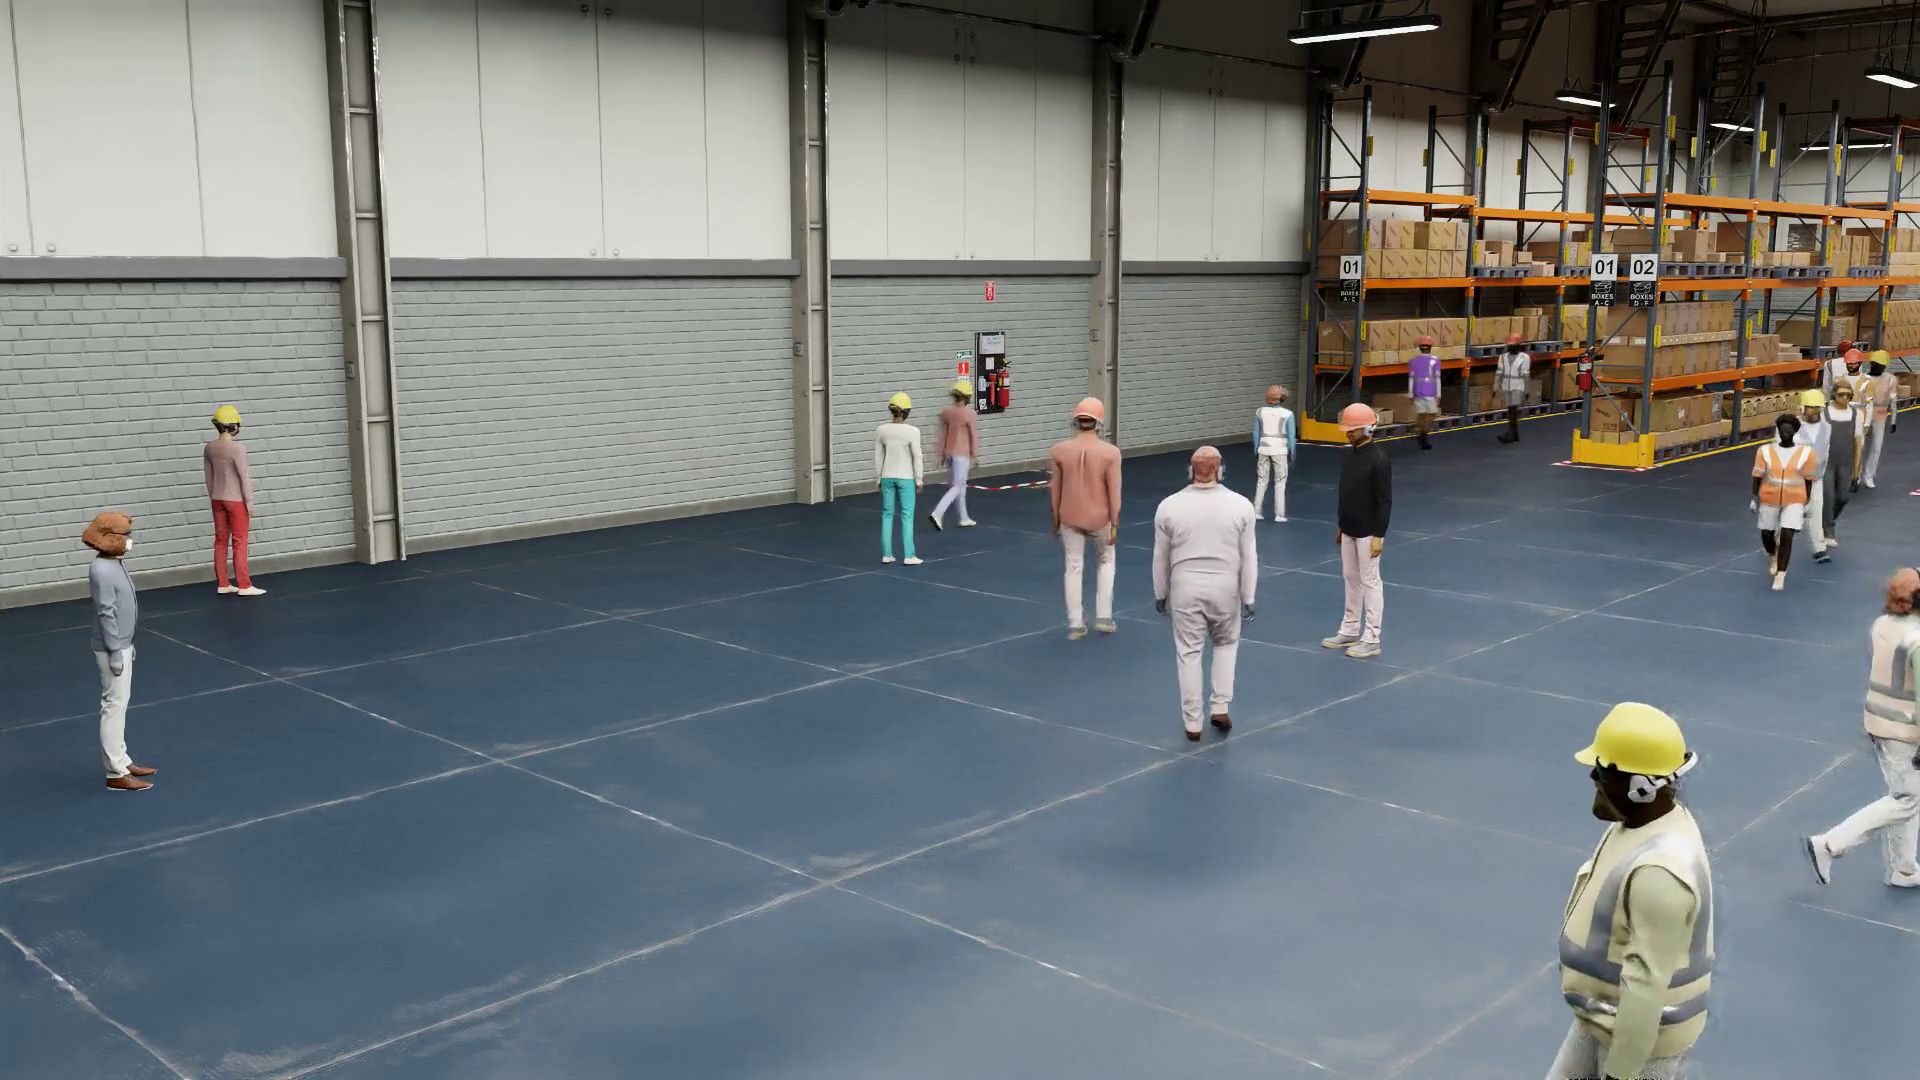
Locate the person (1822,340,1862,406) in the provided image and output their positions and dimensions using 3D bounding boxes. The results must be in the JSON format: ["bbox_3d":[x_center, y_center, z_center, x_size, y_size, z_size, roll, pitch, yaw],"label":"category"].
[{"bbox_3d":[13.992,-2.224,26.393,0.575,1.882,0.355,8,13,42],"label":"person"}]

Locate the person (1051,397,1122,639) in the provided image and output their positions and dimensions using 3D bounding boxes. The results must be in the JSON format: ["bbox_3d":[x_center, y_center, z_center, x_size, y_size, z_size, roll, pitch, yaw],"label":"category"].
[{"bbox_3d":[1.051,-0.186,13.687,0.625,1.974,0.650,3,10,17],"label":"person"}]

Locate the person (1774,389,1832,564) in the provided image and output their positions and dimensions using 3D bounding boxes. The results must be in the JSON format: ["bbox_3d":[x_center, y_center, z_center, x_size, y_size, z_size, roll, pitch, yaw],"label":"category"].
[{"bbox_3d":[8.725,-0.666,17.212,0.585,1.786,0.947,0,9,-1],"label":"person"}]

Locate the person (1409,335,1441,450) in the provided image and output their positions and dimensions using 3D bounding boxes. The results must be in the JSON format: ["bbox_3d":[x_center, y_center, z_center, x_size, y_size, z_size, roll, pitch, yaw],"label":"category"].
[{"bbox_3d":[7.694,-2.434,27.567,0.582,1.913,0.544,7,12,36],"label":"person"}]

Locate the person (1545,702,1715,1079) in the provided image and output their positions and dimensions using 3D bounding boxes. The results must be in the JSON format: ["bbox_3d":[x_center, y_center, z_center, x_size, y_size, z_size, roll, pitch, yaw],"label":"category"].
[{"bbox_3d":[1.904,1.354,4.757,0.426,1.821,0.617,3,10,17],"label":"person"}]

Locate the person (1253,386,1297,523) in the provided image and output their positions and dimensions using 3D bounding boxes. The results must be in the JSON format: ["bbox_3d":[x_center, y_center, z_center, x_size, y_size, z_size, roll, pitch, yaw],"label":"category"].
[{"bbox_3d":[3.738,-1.007,19.794,0.543,1.623,0.346,7,12,36],"label":"person"}]

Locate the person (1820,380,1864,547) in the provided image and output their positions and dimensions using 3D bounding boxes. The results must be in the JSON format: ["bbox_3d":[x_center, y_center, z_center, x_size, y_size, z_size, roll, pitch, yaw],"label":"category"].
[{"bbox_3d":[9.581,-0.855,18.243,0.502,1.828,0.634,2,10,14],"label":"person"}]

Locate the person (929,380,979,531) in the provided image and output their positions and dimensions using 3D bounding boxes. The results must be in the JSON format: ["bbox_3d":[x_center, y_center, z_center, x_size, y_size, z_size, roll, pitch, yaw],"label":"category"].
[{"bbox_3d":[-0.084,-0.973,19.211,0.772,1.732,0.516,-8,12,-41],"label":"person"}]

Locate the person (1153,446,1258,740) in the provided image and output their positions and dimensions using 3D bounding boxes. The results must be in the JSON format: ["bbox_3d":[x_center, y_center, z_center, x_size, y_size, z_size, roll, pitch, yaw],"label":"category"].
[{"bbox_3d":[1.579,0.335,10.761,0.670,1.887,0.554,2,9,10],"label":"person"}]

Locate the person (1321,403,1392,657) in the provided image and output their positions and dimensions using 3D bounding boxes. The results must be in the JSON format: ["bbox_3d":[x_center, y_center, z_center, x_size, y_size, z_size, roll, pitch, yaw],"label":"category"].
[{"bbox_3d":[3.121,-0.081,13.018,0.405,1.985,0.613,-3,10,-18],"label":"person"}]

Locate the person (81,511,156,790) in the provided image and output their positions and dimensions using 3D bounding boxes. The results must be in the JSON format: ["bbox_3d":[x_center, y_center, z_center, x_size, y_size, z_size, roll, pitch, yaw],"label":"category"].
[{"bbox_3d":[-4.913,0.638,9.704,0.289,1.632,0.497,-3,10,-20],"label":"person"}]

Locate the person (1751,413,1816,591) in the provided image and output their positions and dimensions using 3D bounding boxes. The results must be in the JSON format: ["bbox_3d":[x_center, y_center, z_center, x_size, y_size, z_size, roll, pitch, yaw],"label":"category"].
[{"bbox_3d":[7.814,-0.383,15.807,0.535,1.673,0.685,6,11,32],"label":"person"}]

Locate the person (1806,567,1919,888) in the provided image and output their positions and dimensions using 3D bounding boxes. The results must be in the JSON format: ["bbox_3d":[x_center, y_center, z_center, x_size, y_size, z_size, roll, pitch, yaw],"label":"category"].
[{"bbox_3d":[4.472,0.923,8.011,0.656,1.615,0.525,1,9,4],"label":"person"}]

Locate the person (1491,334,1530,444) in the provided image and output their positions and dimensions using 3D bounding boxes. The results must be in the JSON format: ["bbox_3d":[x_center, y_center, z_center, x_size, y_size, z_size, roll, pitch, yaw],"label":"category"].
[{"bbox_3d":[9.475,-2.598,28.645,0.568,1.880,0.993,9,13,44],"label":"person"}]

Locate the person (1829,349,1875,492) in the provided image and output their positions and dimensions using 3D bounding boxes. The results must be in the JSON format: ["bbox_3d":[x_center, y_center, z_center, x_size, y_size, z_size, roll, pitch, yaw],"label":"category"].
[{"bbox_3d":[12.031,-1.615,22.509,0.551,1.937,0.357,9,13,42],"label":"person"}]

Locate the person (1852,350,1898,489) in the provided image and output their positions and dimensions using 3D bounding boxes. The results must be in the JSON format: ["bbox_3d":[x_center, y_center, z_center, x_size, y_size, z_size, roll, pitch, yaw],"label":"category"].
[{"bbox_3d":[12.487,-1.649,22.827,0.681,1.892,0.757,4,10,21],"label":"person"}]

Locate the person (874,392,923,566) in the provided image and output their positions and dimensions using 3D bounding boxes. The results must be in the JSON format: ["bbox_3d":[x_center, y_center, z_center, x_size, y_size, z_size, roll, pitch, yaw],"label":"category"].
[{"bbox_3d":[-0.612,-0.621,16.978,0.533,1.767,0.326,4,10,25],"label":"person"}]

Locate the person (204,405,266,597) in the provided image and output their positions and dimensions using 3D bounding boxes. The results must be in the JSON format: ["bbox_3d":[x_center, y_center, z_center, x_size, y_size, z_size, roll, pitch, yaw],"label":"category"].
[{"bbox_3d":[-6.719,-0.355,15.352,0.524,1.769,0.314,4,10,25],"label":"person"}]
